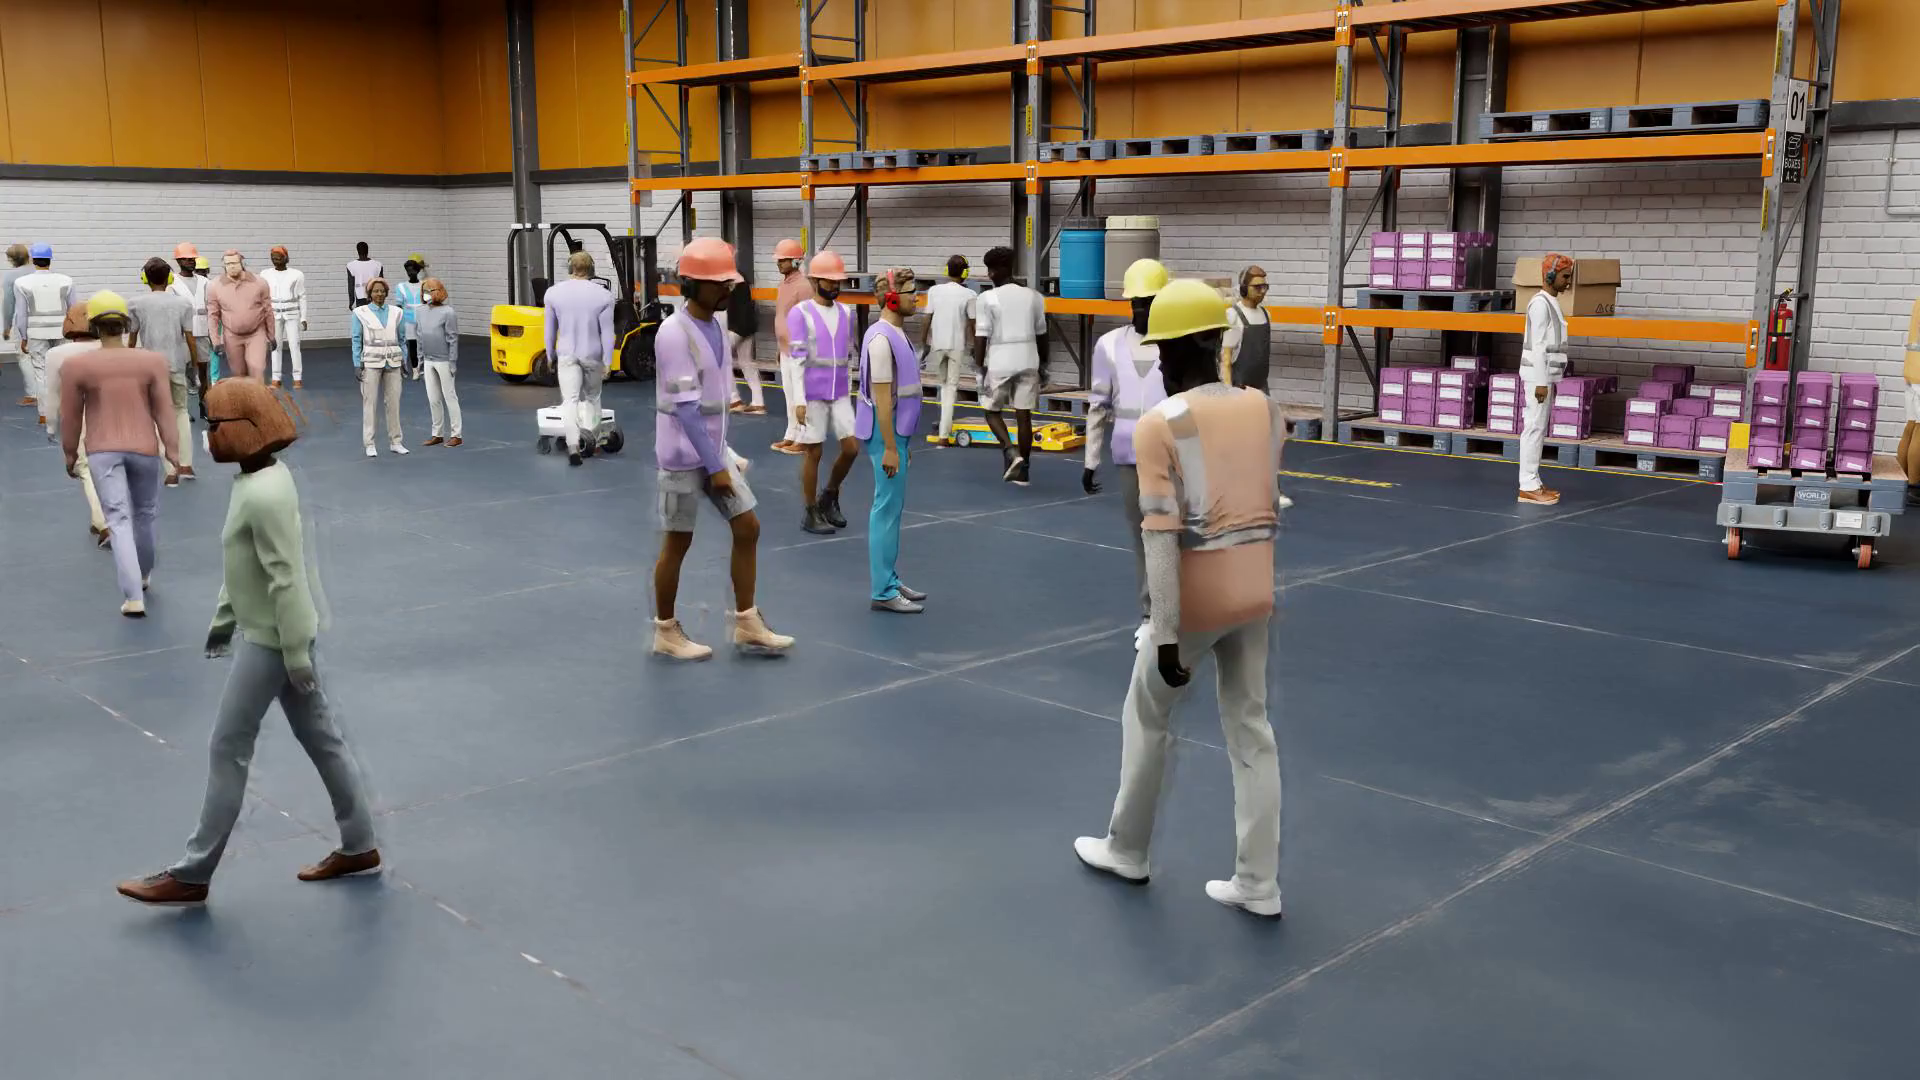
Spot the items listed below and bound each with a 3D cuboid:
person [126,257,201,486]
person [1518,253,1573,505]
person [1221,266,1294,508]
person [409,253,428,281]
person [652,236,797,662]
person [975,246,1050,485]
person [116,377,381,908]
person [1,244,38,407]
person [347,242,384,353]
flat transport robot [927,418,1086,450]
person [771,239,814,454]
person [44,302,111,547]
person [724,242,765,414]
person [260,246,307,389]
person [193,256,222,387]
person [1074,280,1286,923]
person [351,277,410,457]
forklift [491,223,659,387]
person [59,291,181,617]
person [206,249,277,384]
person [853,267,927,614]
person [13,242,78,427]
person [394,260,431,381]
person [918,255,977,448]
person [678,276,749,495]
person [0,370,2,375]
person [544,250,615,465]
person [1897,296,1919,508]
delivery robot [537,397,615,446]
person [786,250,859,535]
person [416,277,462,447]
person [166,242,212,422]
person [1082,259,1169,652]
[{"bbox_3d":[-6.514,-1.370,13.564,0.514,1.848,0.712,-7,12,-32],"label":"person"},{"bbox_3d":[4.436,-1.222,12.627,0.353,1.887,0.573,5,11,24],"label":"person"},{"bbox_3d":[2.128,-1.172,12.601,0.527,1.805,0.958,-7,13,-35],"label":"person"},{"bbox_3d":[-9.522,-4.257,29.663,0.590,1.702,0.543,0,10,-2],"label":"person"},{"bbox_3d":[-1.136,-0.391,7.757,0.831,2.006,0.616,4,11,21],"label":"person"},{"bbox_3d":[0.450,-1.378,13.353,0.701,1.937,0.509,-3,11,-17],"label":"person"},{"bbox_3d":[-2.194,0.314,5.046,0.811,1.600,0.507,-3,11,-18],"label":"person"},{"bbox_3d":[-10.995,-2.537,19.746,0.406,1.912,0.679,6,12,31],"label":"person"},{"bbox_3d":[-9.884,-4.001,27.710,0.589,1.914,0.392,-6,12,-30],"label":"person"},{"bbox_3d":[0.459,-1.036,16.020,1.431,0.197,0.652,5,12,26],"label":"flat transport robot"},{"bbox_3d":[-1.556,-1.793,15.482,0.400,1.990,0.620,-5,12,-28],"label":"person"},{"bbox_3d":[-5.712,-0.765,10.937,0.510,1.593,0.832,-9,14,-40],"label":"person"},{"bbox_3d":[-2.511,-2.364,18.735,0.622,1.946,0.641,2,11,13],"label":"person"},{"bbox_3d":[-8.925,-2.933,21.960,0.574,1.886,0.361,-2,11,-9],"label":"person"},{"bbox_3d":[-9.933,-2.858,21.948,0.541,1.732,0.808,-4,11,-22],"label":"person"},{"bbox_3d":[0.688,0.168,5.050,0.598,1.888,0.857,-7,12,-33],"label":"person"},{"bbox_3d":[-5.330,-1.592,15.318,0.525,1.639,0.307,-9,14,-41],"label":"person"},{"bbox_3d":[-5.316,-3.263,22.920,2.313,2.155,1.214,-10,14,-44],"label":"forklift"},{"bbox_3d":[-4.571,-0.481,9.042,0.545,1.717,0.930,-7,13,-35],"label":"person"},{"bbox_3d":[-7.703,-2.168,17.838,0.659,1.862,0.872,-3,11,-17],"label":"person"},{"bbox_3d":[-0.378,-0.537,8.995,0.386,1.849,0.567,1,10,3],"label":"person"},{"bbox_3d":[-9.659,-2.174,17.650,0.602,1.948,0.385,-7,13,-34],"label":"person"},{"bbox_3d":[-7.568,-3.037,23.098,0.550,1.673,0.642,-2,11,-10],"label":"person"},{"bbox_3d":[-0.066,-1.819,16.018,0.551,1.833,0.775,4,11,21],"label":"person"},{"bbox_3d":[-1.953,-1.232,12.872,0.567,1.820,0.637,2,11,10],"label":"person"},{"bbox_3d":[-12.567,-2.721,21.218,0.538,1.733,0.793,2,11,10],"label":"person"},{"bbox_3d":[-3.391,-1.635,14.858,0.632,1.900,0.989,-2,11,-9],"label":"person"},{"bbox_3d":[7.251,-1.208,12.409,0.375,1.939,0.546,3,11,17],"label":"person"},{"bbox_3d":[-3.554,-1.108,15.384,0.707,0.478,0.477,5,12,26],"label":"delivery robot"},{"bbox_3d":[-0.912,-0.981,11.241,0.558,1.922,0.419,-8,13,-37],"label":"person"},{"bbox_3d":[-5.007,-1.701,15.961,0.493,1.625,0.279,6,12,30],"label":"person"},{"bbox_3d":[-8.383,-2.262,18.147,0.353,1.942,0.545,8,13,36],"label":"person"},{"bbox_3d":[0.884,-0.408,8.128,0.604,1.896,0.731,5,11,25],"label":"person"}]
